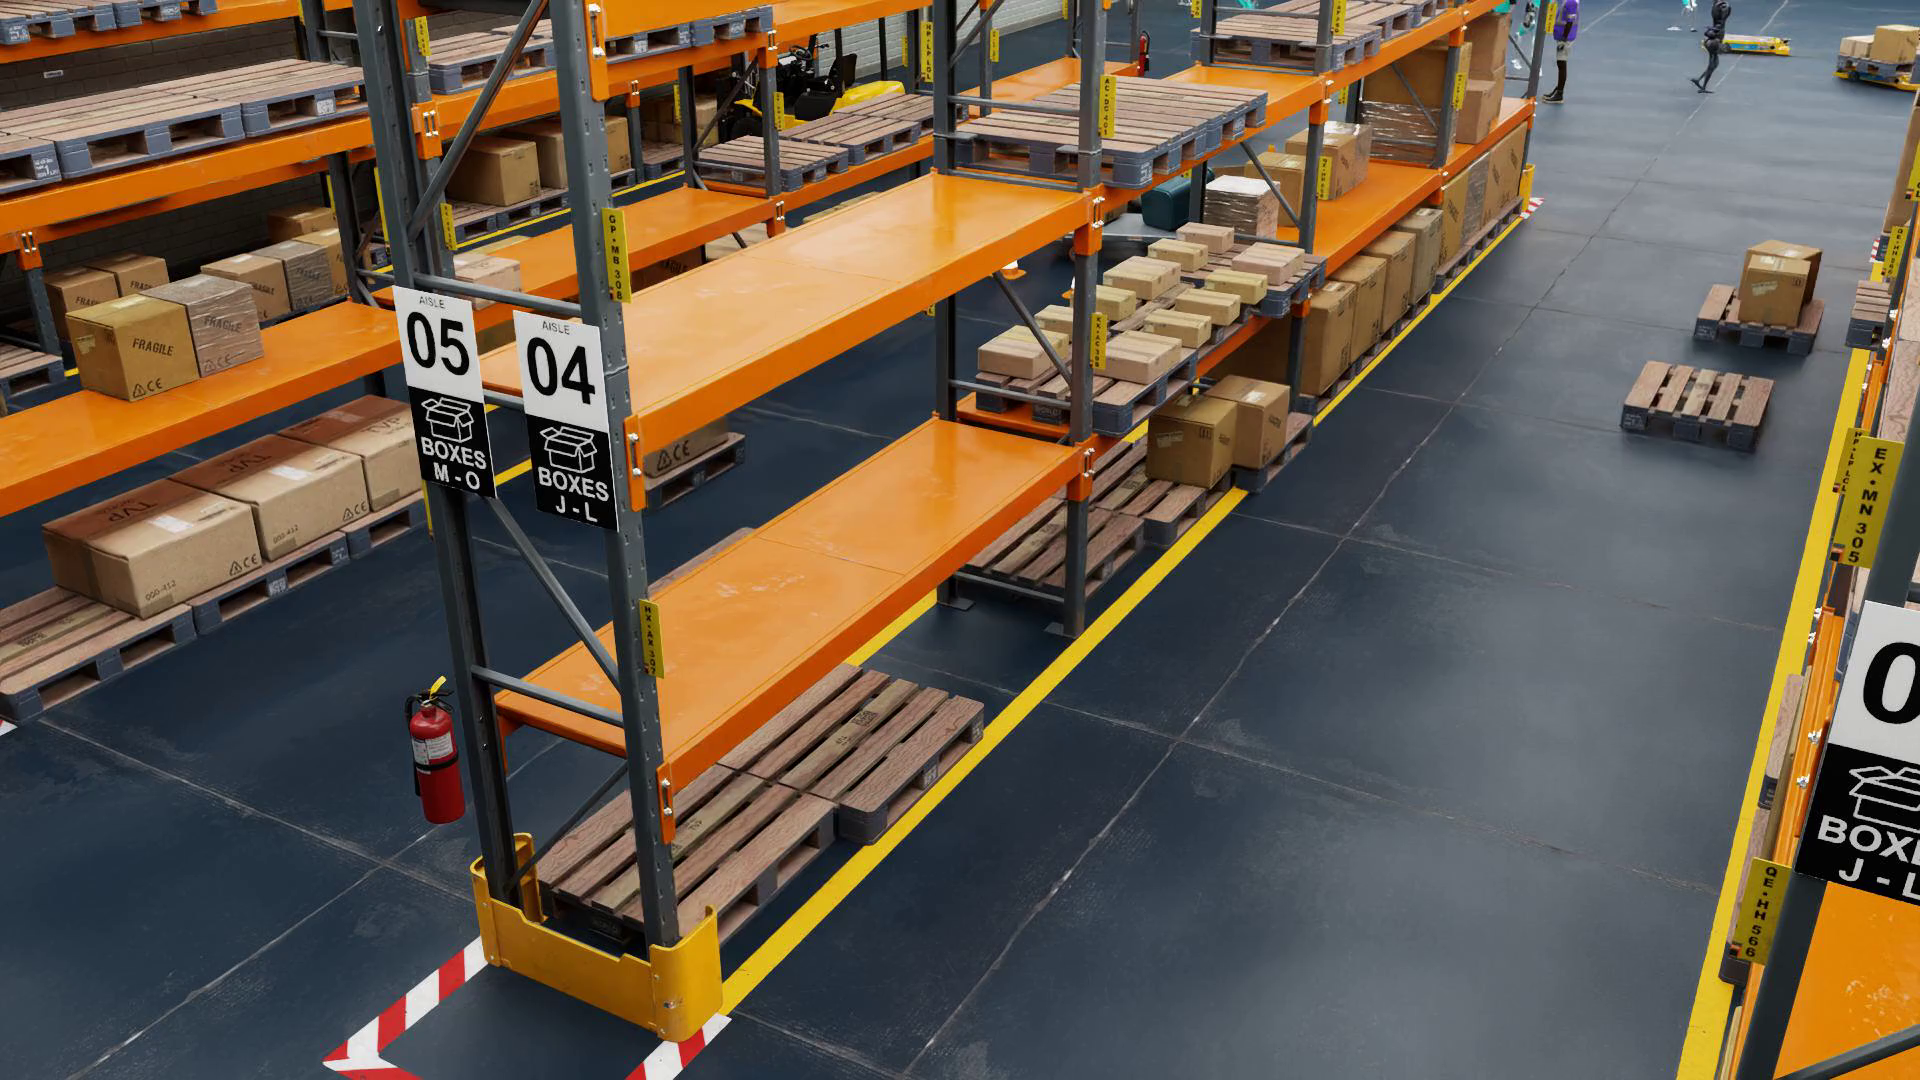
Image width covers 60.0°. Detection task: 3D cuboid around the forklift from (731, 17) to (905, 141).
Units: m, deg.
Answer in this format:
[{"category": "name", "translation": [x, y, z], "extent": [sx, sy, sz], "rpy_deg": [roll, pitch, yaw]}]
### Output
[{"category": "forklift", "translation": [-1.819, -5.975, 21.543], "extent": [2.313, 2.155, 1.214], "rpy_deg": [14, 29, 26]}]

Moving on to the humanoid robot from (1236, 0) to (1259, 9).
[{"category": "humanoid robot", "translation": [5.270, -10.144, 30.699], "extent": [0.728, 1.757, 0.530], "rpy_deg": [-16, 30, -29]}]

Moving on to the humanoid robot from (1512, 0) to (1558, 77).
[{"category": "humanoid robot", "translation": [9.544, -8.639, 27.699], "extent": [0.542, 1.786, 1.048], "rpy_deg": [-3, 26, -7]}]

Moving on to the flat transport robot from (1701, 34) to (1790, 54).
[{"category": "flat transport robot", "translation": [14.062, -8.873, 29.778], "extent": [1.431, 0.231, 0.659], "rpy_deg": [10, 27, 20]}]

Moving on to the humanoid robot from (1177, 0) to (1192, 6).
[{"category": "humanoid robot", "translation": [4.575, -11.767, 33.946], "extent": [0.735, 1.677, 0.533], "rpy_deg": [-18, 31, -33]}]

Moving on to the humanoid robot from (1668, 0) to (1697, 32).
[{"category": "humanoid robot", "translation": [13.810, -10.519, 31.514], "extent": [0.590, 1.780, 0.867], "rpy_deg": [-7, 27, -14]}]

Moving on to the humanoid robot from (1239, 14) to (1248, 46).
[{"category": "humanoid robot", "translation": [4.024, -6.578, 23.421], "extent": [0.608, 1.628, 0.705], "rpy_deg": [19, 32, 35]}]

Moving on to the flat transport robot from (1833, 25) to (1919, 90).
[{"category": "flat transport robot", "translation": [15.059, -7.539, 27.007], "extent": [0.659, 0.231, 1.431], "rpy_deg": [-11, 28, -22]}]

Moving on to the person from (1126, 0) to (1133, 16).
[{"category": "person", "translation": [3.479, -11.484, 33.298], "extent": [0.642, 1.922, 0.453], "rpy_deg": [12, 28, 24]}]

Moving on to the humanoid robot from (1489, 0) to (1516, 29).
[{"category": "humanoid robot", "translation": [8.075, -7.691, 25.709], "extent": [0.862, 1.849, 0.549], "rpy_deg": [-16, 30, -30]}]

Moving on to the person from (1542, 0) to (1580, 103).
[{"category": "person", "translation": [9.187, -7.663, 25.312], "extent": [0.368, 1.965, 0.601], "rpy_deg": [8, 27, 17]}]

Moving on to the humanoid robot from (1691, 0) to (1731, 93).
[{"category": "humanoid robot", "translation": [11.796, -7.843, 26.012], "extent": [0.386, 1.643, 0.584], "rpy_deg": [4, 26, 9]}]
